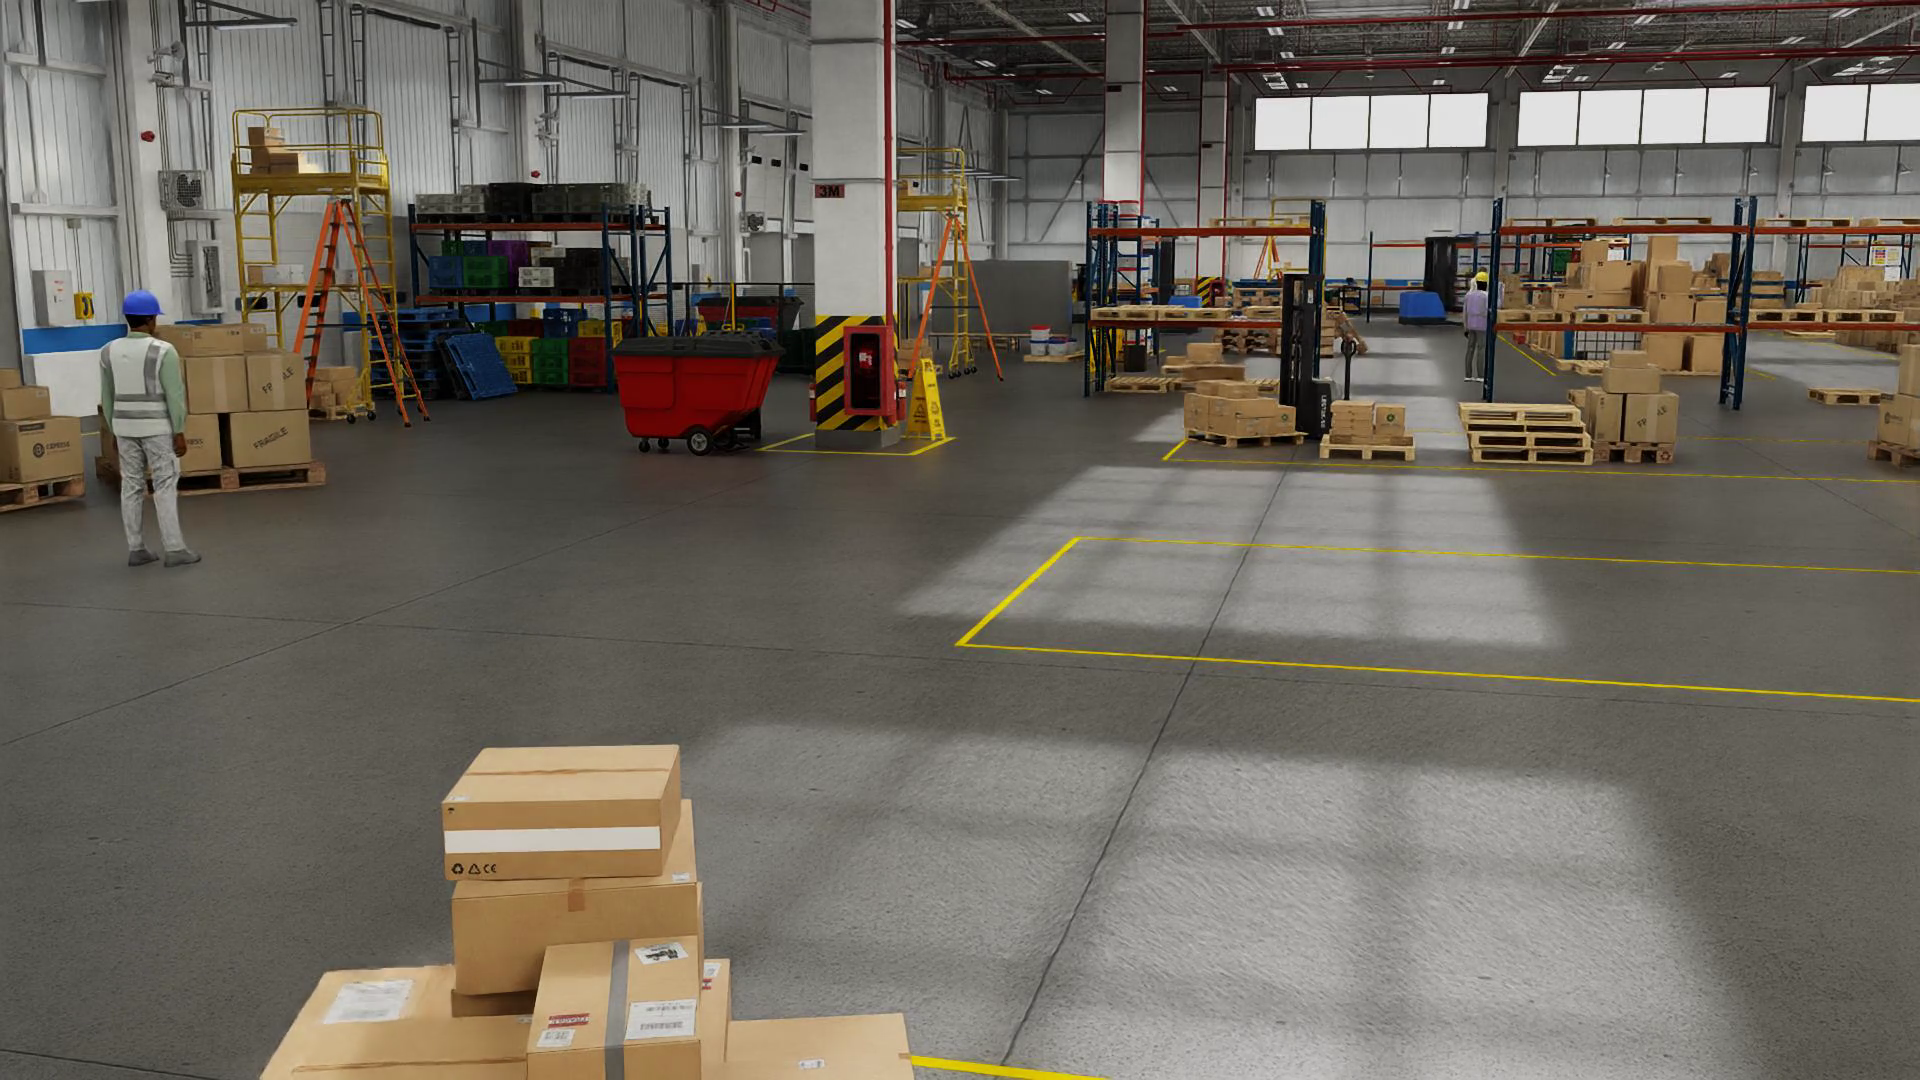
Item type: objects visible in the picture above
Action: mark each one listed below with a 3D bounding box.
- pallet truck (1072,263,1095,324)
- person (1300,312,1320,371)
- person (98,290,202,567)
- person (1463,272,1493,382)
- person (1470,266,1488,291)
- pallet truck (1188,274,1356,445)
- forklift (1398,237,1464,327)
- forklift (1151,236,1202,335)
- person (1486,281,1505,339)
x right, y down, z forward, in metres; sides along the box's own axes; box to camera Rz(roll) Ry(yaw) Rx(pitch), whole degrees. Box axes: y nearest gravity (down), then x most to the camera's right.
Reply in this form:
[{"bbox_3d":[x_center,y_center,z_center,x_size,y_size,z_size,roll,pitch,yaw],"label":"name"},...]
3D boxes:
[{"bbox_3d":[4.325,-8.180,55.162,0.823,1.965,1.885,6,11,31],"label":"pallet truck"},{"bbox_3d":[6.755,-4.106,31.940,0.485,1.739,0.319,-9,13,-41],"label":"person"},{"bbox_3d":[-5.722,-0.776,11.712,0.605,1.948,0.404,2,10,11],"label":"person"},{"bbox_3d":[9.088,-3.724,29.130,0.367,1.926,0.594,-7,12,-36],"label":"person"},{"bbox_3d":[14.856,-6.828,47.416,0.656,1.928,0.444,4,10,21],"label":"person"},{"bbox_3d":[3.653,-2.138,19.590,1.885,1.965,0.823,-4,10,-20],"label":"pallet truck"},{"bbox_3d":[14.904,-8.131,52.281,1.873,2.768,1.129,-2,10,-14],"label":"forklift"},{"bbox_3d":[5.866,-7.214,46.878,1.873,2.768,1.129,2,10,14],"label":"forklift"},{"bbox_3d":[14.179,-6.259,44.217,0.563,1.887,1.005,3,10,16],"label":"person"}]
